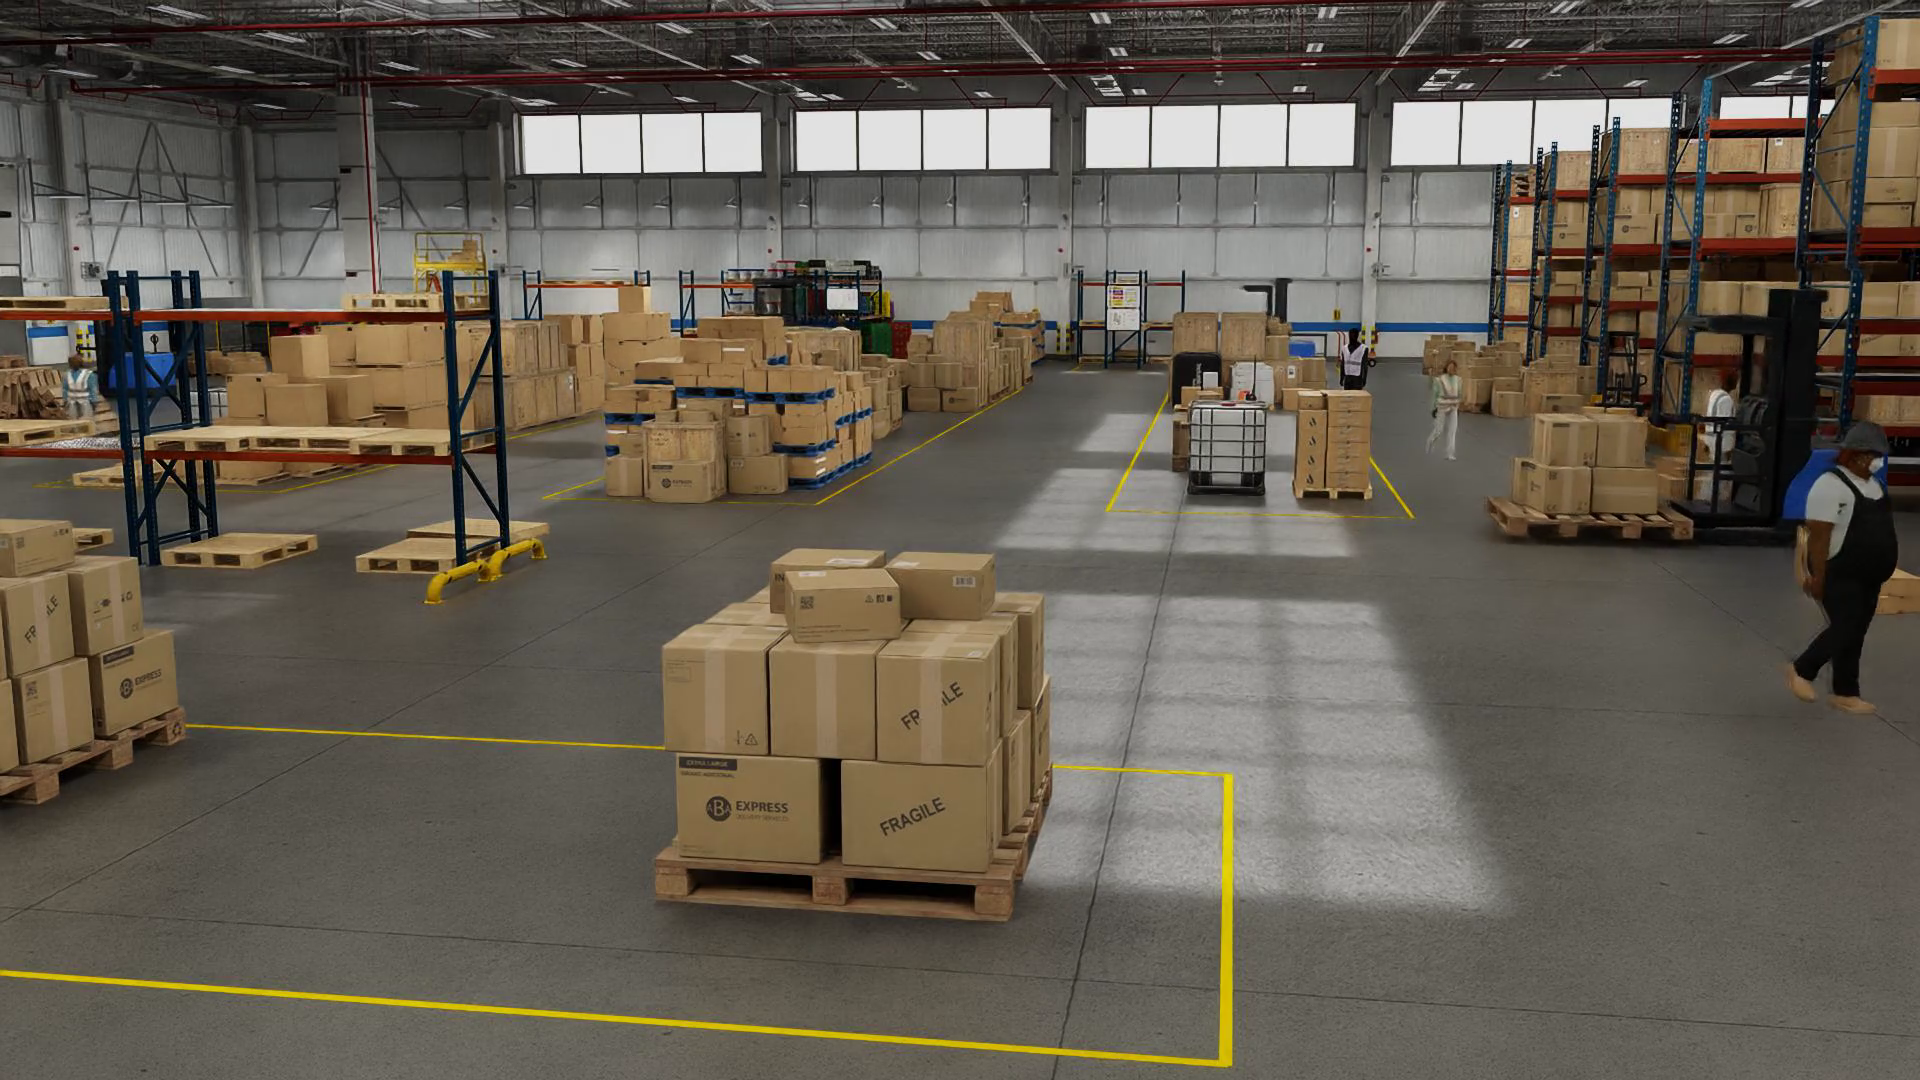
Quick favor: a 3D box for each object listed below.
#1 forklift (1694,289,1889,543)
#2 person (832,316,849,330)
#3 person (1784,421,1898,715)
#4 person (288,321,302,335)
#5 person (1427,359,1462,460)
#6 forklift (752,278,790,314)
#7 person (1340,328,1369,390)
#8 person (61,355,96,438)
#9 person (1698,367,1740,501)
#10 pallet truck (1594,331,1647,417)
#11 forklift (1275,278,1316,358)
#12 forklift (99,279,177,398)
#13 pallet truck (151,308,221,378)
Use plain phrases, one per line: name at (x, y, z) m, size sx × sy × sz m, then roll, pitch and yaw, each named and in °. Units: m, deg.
forklift at (9.242, -1.402, 18.559) m, size 1.873 × 2.768 × 1.129 m, roll 1°, pitch 9°, yaw 9°
person at (-2.843, -4.418, 40.060) m, size 0.634 × 1.939 × 0.367 m, roll 3°, pitch 10°, yaw 20°
person at (6.086, 0.190, 11.326) m, size 0.707 × 2.000 × 0.545 m, roll -5°, pitch 11°, yaw -30°
person at (-15.360, -4.152, 38.540) m, size 0.564 × 1.903 × 0.819 m, roll 8°, pitch 12°, yaw 39°
person at (7.809, -2.108, 26.803) m, size 0.520 × 1.621 × 0.615 m, roll -2°, pitch 9°, yaw -13°
forklift at (-4.845, -5.347, 42.890) m, size 1.129 × 2.768 × 1.873 m, roll -4°, pitch 10°, yaw -26°
person at (7.743, -3.202, 32.657) m, size 0.385 × 1.911 × 0.592 m, roll -9°, pitch 13°, yaw -43°
person at (-14.757, -2.285, 27.838) m, size 0.549 × 1.628 × 0.364 m, roll -1°, pitch 9°, yaw -4°
person at (9.374, -1.168, 20.239) m, size 0.757 × 1.859 × 0.620 m, roll 2°, pitch 9°, yaw 13°
pallet truck at (11.253, -2.573, 28.499) m, size 0.823 × 1.965 × 1.885 m, roll 5°, pitch 10°, yaw 27°
forklift at (8.750, -5.739, 45.311) m, size 1.873 × 2.768 × 1.129 m, roll 1°, pitch 9°, yaw 9°
forklift at (-19.606, -4.720, 39.027) m, size 1.873 × 2.768 × 1.129 m, roll 1°, pitch 9°, yaw 9°
pallet truck at (-21.869, -5.598, 47.154) m, size 0.823 × 1.965 × 1.885 m, roll 4°, pitch 10°, yaw 26°
